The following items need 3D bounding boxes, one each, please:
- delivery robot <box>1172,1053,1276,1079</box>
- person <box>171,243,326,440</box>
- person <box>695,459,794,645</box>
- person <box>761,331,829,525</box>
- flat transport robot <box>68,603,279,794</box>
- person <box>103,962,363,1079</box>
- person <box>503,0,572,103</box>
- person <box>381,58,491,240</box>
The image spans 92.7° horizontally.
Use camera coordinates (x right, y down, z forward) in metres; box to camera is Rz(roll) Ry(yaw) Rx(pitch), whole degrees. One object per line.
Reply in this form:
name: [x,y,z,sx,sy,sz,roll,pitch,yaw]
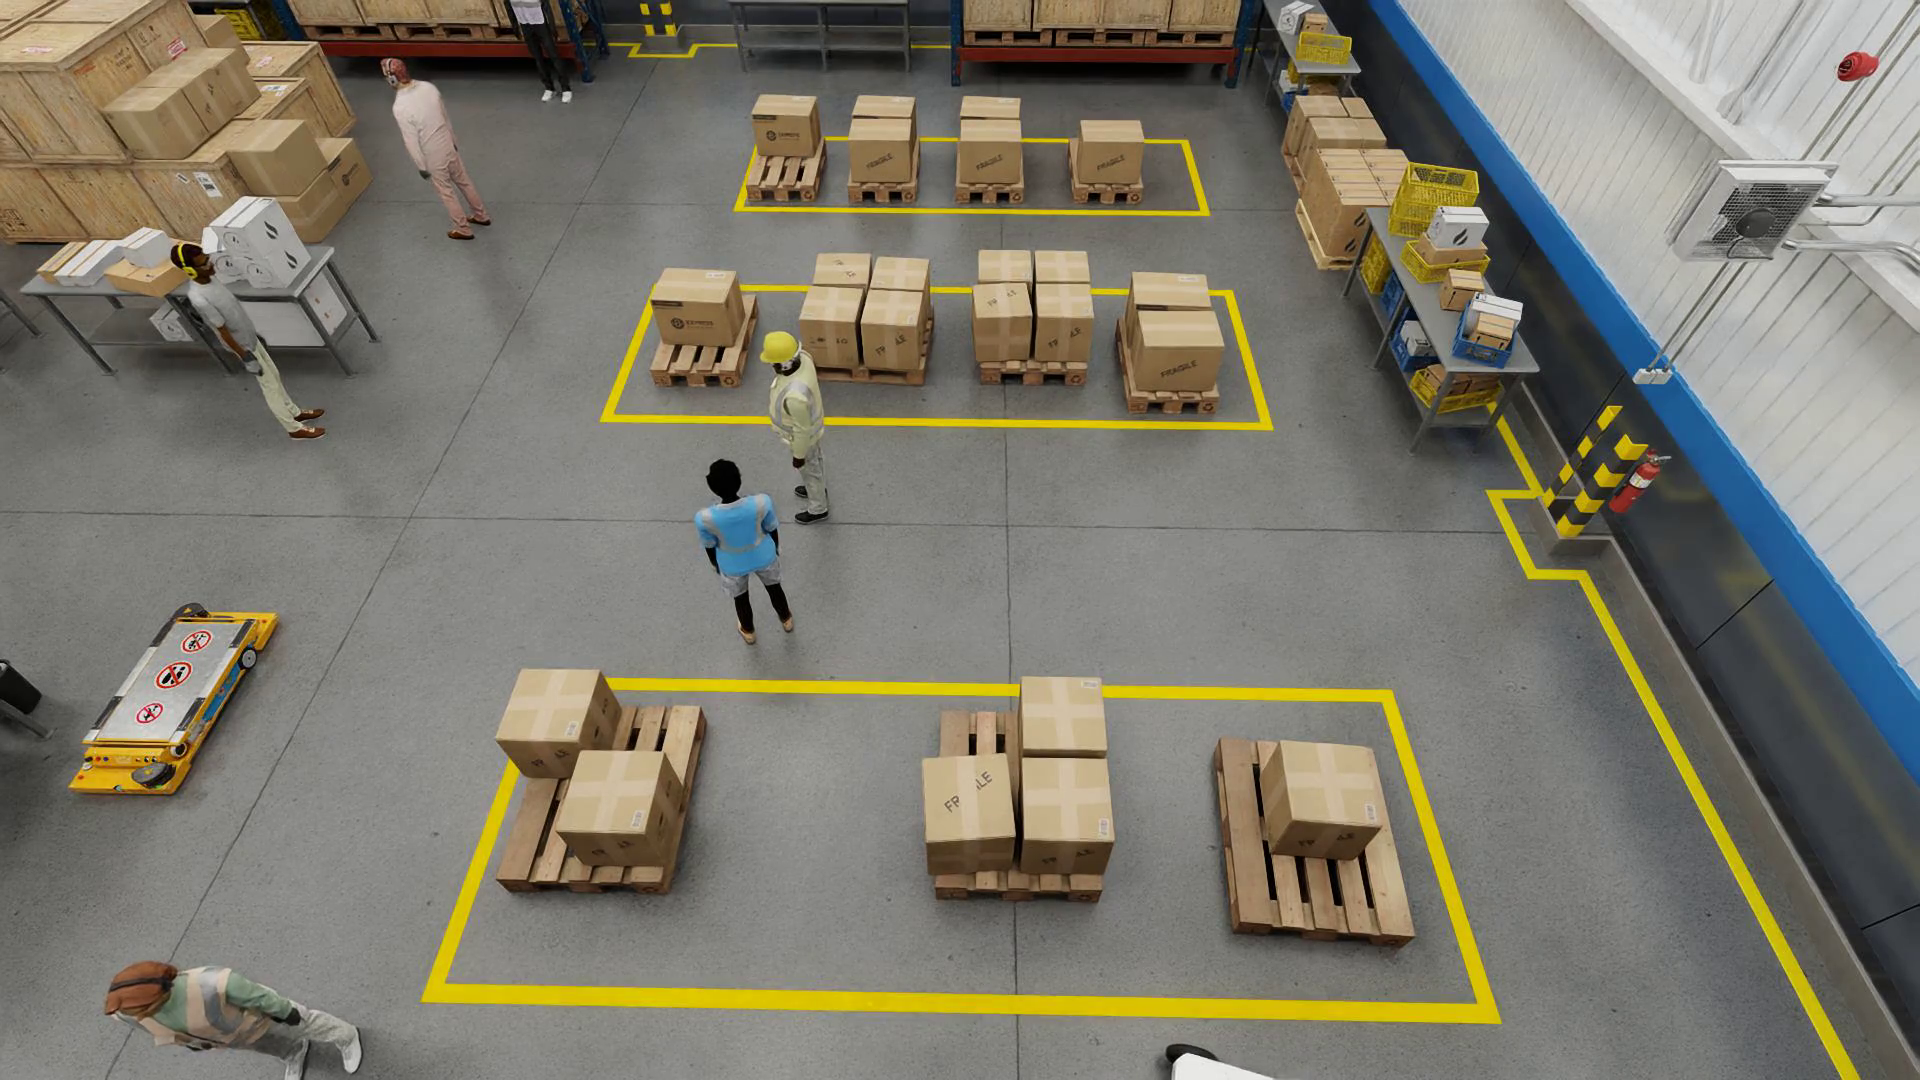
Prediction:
delivery robot: [1.426,2.894,4.656,0.707,0.478,0.477,12,51,10]
person: [-5.975,-1.646,7.703,0.310,1.868,0.533,-20,53,-16]
person: [-1.475,0.112,6.332,0.534,1.691,0.322,-17,52,-14]
person: [-1.238,-0.854,7.062,0.403,1.823,0.586,-3,50,-3]
flat transport robot: [-5.504,1.072,6.442,0.652,0.197,1.431,1,50,1]
person: [-3.517,2.353,4.474,0.518,1.632,0.317,-12,51,-10]
person: [-5.581,-6.761,12.008,0.597,1.910,0.403,1,50,1]
person: [-5.634,-4.156,9.811,0.400,1.900,0.645,12,51,10]
